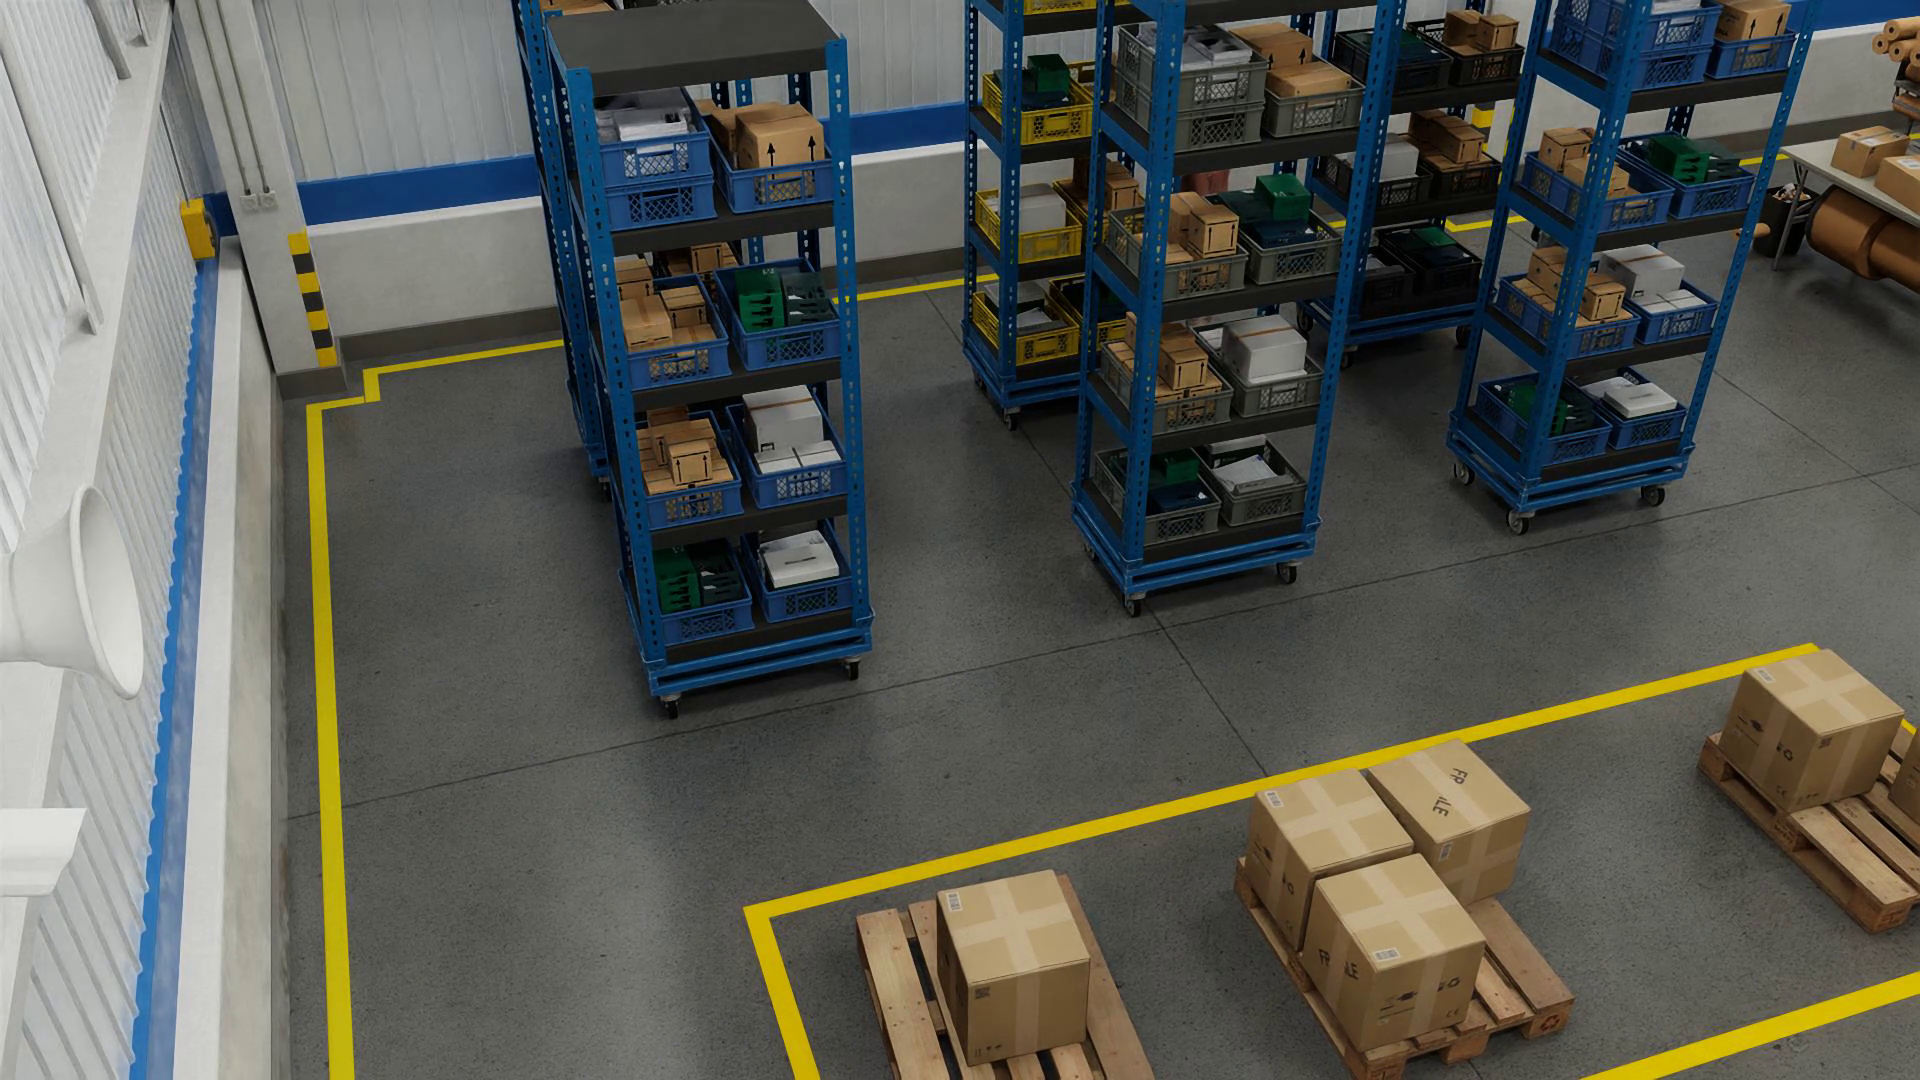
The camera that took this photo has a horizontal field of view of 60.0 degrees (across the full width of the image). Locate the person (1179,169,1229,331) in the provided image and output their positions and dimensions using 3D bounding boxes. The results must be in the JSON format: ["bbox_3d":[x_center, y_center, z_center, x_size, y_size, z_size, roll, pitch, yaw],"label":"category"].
[{"bbox_3d":[1.661,-2.197,11.662,0.387,1.992,0.626,14,38,20],"label":"person"}]

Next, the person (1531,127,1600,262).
[{"bbox_3d":[4.336,-2.185,11.950,0.308,1.640,0.511,-22,41,-28],"label":"person"}]
